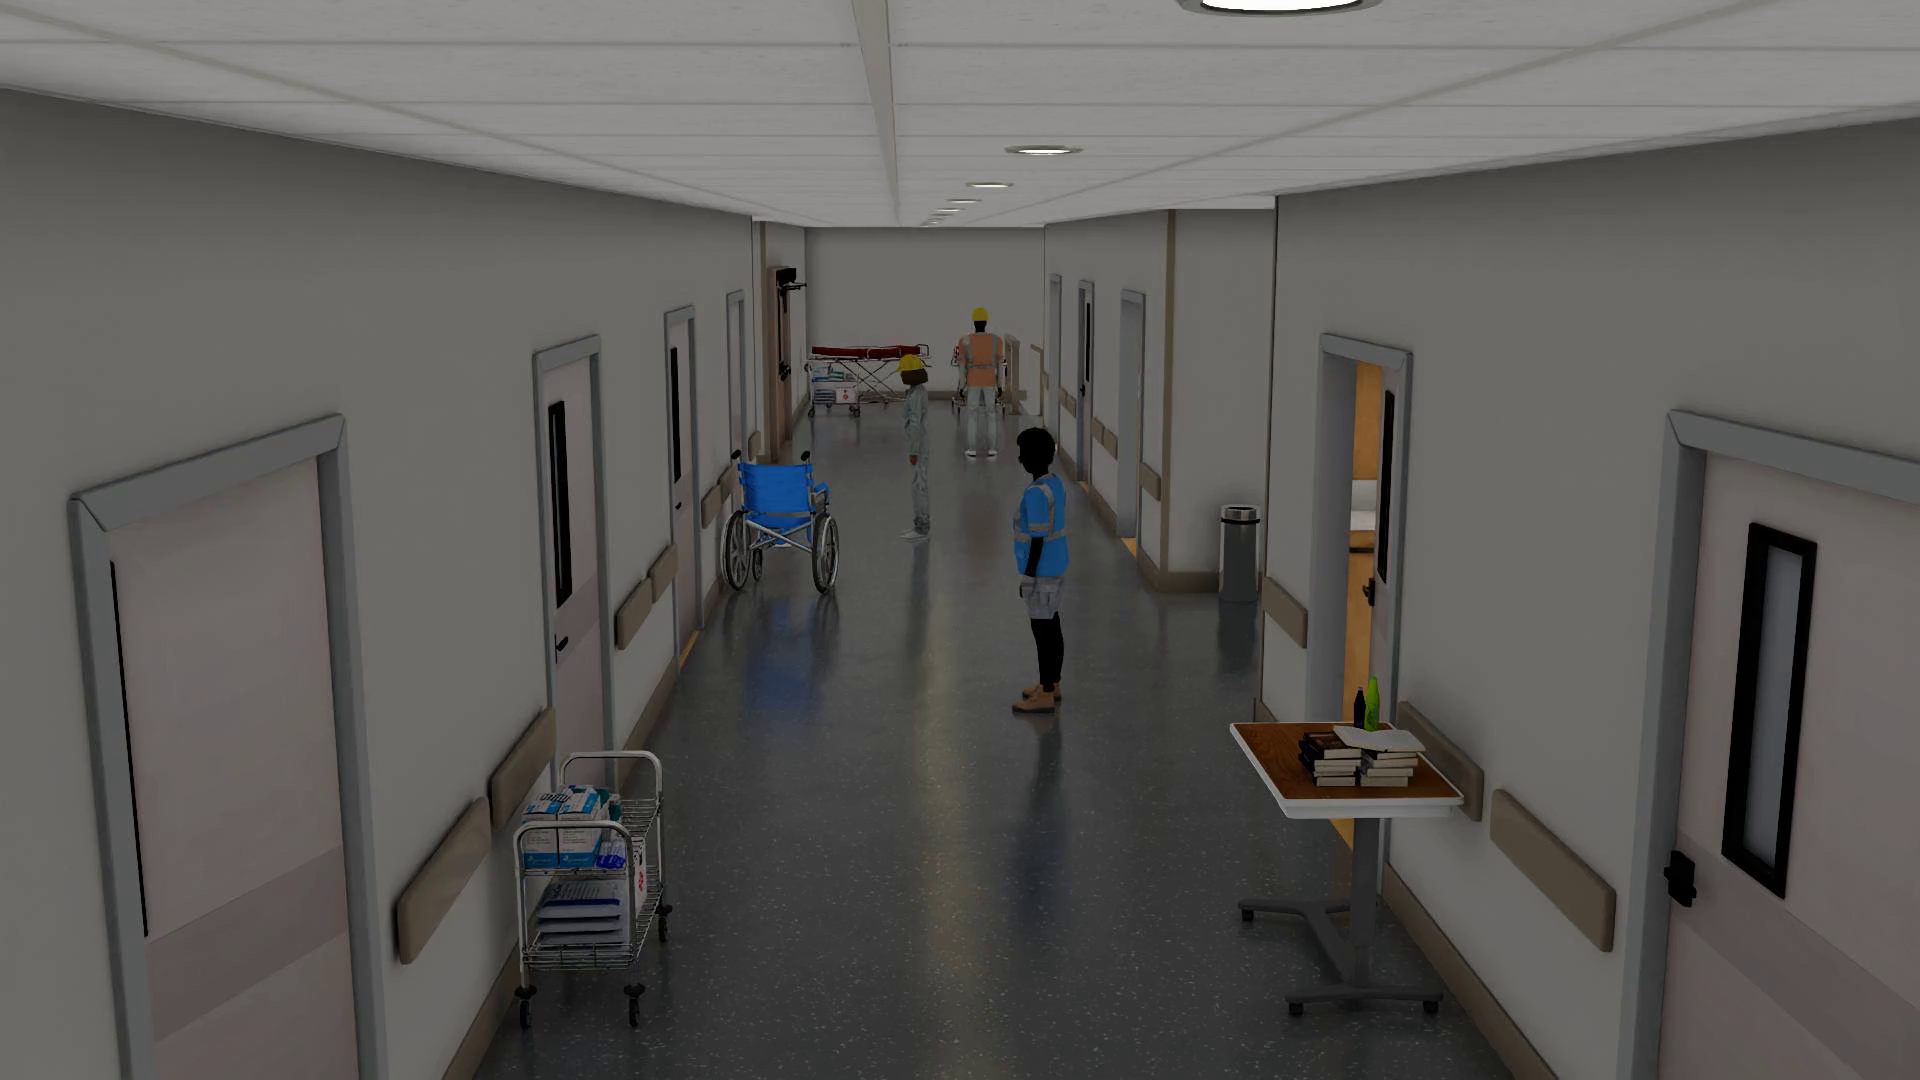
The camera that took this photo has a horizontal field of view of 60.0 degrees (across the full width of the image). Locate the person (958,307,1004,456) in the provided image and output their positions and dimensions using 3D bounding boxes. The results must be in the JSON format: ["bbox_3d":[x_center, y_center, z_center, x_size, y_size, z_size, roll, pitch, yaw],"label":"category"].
[{"bbox_3d":[0.263,-2.036,21.553,0.604,1.926,0.386,-1,10,-7],"label":"person"}]

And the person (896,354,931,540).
[{"bbox_3d":[-0.435,-0.868,15.551,0.326,1.737,0.486,0,10,3],"label":"person"}]

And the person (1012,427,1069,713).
[{"bbox_3d":[0.475,0.178,9.838,0.320,1.692,0.531,3,11,16],"label":"person"}]
